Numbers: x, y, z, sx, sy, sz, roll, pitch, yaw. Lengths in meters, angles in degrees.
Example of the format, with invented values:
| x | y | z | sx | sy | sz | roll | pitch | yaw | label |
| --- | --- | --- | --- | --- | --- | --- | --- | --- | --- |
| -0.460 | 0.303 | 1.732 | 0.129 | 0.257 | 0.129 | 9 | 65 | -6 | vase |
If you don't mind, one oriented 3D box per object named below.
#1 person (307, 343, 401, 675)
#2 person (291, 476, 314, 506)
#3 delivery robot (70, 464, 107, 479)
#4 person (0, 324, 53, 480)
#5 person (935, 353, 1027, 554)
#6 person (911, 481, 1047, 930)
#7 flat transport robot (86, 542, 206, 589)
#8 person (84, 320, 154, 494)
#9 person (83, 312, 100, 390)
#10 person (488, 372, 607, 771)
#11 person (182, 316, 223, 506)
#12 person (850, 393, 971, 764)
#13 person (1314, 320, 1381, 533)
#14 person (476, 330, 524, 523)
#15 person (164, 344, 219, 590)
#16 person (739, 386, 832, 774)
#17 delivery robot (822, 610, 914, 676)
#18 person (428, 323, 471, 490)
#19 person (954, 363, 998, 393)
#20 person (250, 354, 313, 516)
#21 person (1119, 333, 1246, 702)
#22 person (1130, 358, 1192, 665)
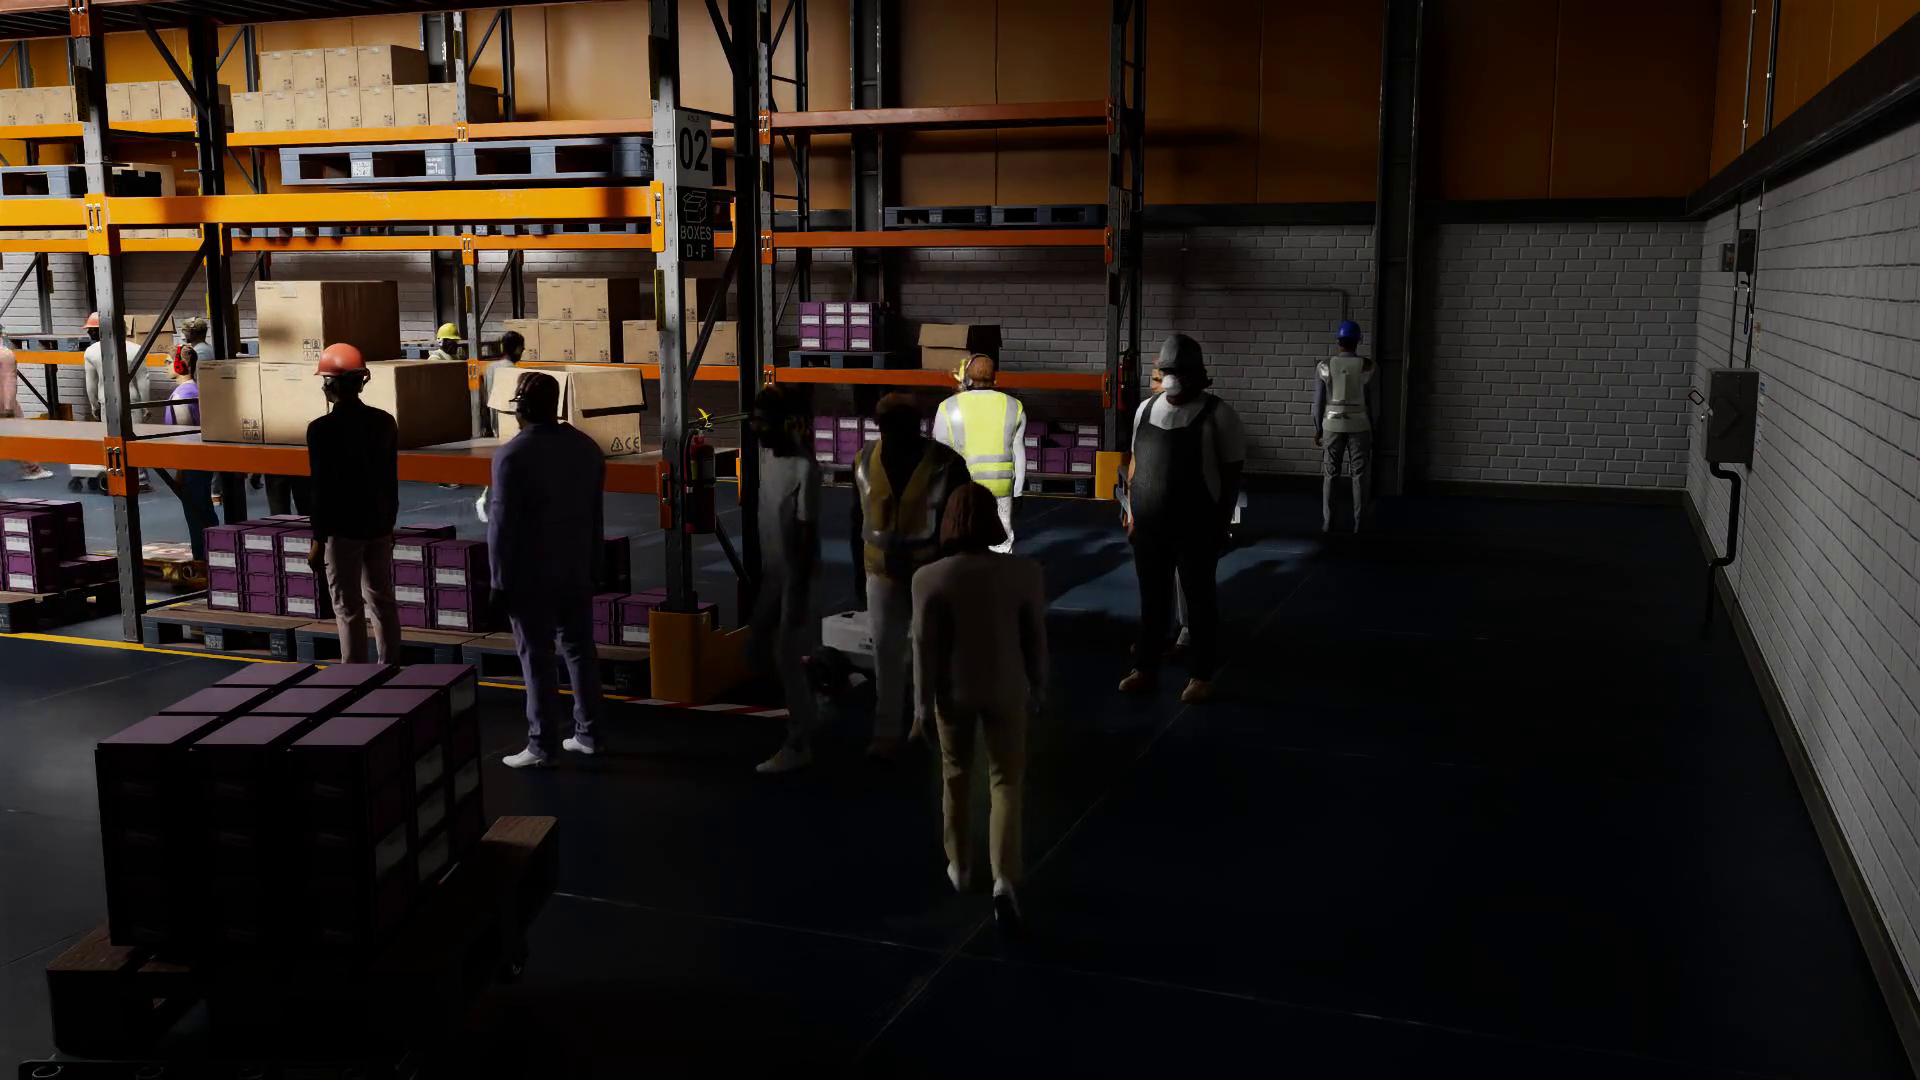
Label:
| x | y | z | sx | sy | sz | roll | pitch | yaw | label |
| --- | --- | --- | --- | --- | --- | --- | --- | --- | --- |
| -3.265 | -0.056 | 8.955 | 0.380 | 1.994 | 0.618 | 4 | 10 | 22 | person |
| -6.698 | -1.261 | 16.987 | 0.340 | 1.845 | 0.512 | 1 | 9 | 5 | person |
| -9.279 | -0.830 | 18.030 | 0.707 | 0.478 | 0.477 | 3 | 10 | 17 | delivery robot |
| -10.937 | -1.553 | 18.861 | 0.642 | 1.858 | 0.974 | 3 | 9 | 17 | person |
| 0.132 | -0.320 | 11.084 | 0.630 | 1.846 | 0.429 | -2 | 9 | -11 | person |
| 0.074 | 0.590 | 6.116 | 0.504 | 1.605 | 0.757 | 0 | 9 | 0 | person |
| -6.051 | 0.182 | 12.850 | 1.431 | 0.197 | 0.652 | 4 | 10 | 25 | flat transport robot |
| -9.036 | -1.450 | 17.891 | 0.630 | 1.936 | 0.366 | -1 | 9 | -6 | person |
| -9.686 | -1.609 | 18.879 | 0.361 | 1.940 | 0.543 | -5 | 10 | -26 | person |
| -1.994 | 0.144 | 8.004 | 0.398 | 1.901 | 0.646 | 7 | 11 | 36 | person |
| -7.746 | -1.313 | 17.020 | 0.372 | 1.940 | 0.627 | -2 | 9 | -10 | person |
| -0.261 | 0.181 | 8.139 | 0.646 | 1.789 | 0.911 | 2 | 9 | 12 | person |
| 3.540 | -1.029 | 15.216 | 0.602 | 1.946 | 0.393 | 3 | 10 | 18 | person |
| -4.263 | -1.031 | 15.530 | 0.581 | 1.845 | 0.526 | 5 | 10 | 30 | person |
| -5.754 | -0.546 | 12.498 | 0.390 | 1.846 | 0.564 | -1 | 9 | -8 | person |
| -0.820 | 0.198 | 7.811 | 0.412 | 1.846 | 0.544 | -7 | 11 | -35 | person |
| -0.427 | 0.556 | 9.322 | 0.707 | 0.478 | 0.477 | 7 | 11 | 35 | delivery robot |
| -5.629 | -1.477 | 18.388 | 0.404 | 1.828 | 0.603 | 1 | 9 | 7 | person |
| 0.044 | -0.402 | 11.833 | 0.944 | 1.777 | 0.591 | -1 | 9 | -8 | person |
| -5.115 | -0.602 | 12.596 | 0.381 | 1.924 | 0.593 | 6 | 11 | 32 | person |
| 1.193 | -0.124 | 9.236 | 0.673 | 2.000 | 0.536 | 7 | 11 | 36 | person |
| 1.295 | -0.188 | 10.127 | 0.337 | 1.882 | 0.584 | -5 | 10 | -27 | person |
